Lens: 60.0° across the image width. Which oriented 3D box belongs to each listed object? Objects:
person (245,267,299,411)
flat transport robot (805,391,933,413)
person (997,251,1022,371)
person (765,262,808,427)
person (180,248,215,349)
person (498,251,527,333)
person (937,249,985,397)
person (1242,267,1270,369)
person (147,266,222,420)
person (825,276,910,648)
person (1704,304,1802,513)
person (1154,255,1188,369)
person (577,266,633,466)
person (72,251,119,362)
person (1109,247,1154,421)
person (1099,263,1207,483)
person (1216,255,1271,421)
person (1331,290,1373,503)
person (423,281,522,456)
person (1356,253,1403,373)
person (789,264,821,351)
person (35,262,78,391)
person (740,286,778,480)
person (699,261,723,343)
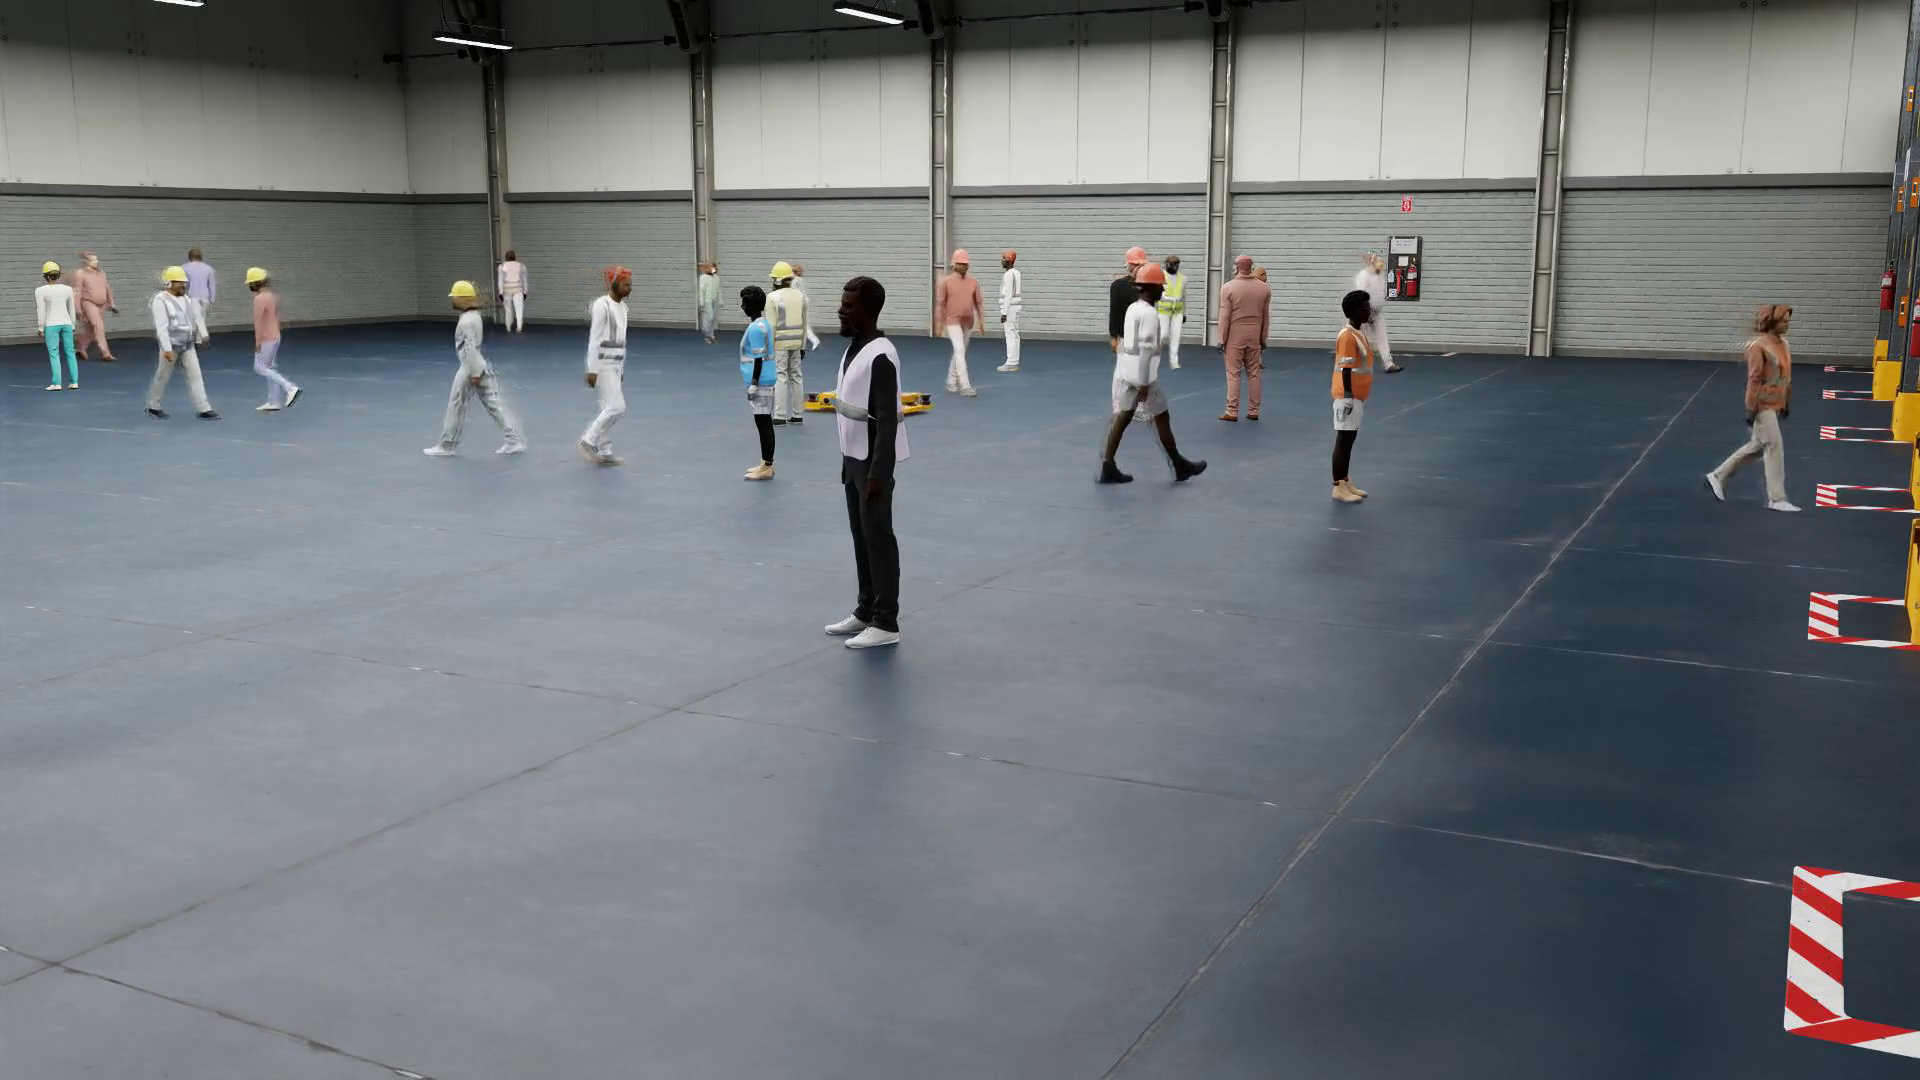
[{"bbox_3d":[-8.346,-2.421,20.124,0.495,1.742,0.543,-1,10,-5],"label":"person"},{"bbox_3d":[-1.102,-1.685,20.153,1.431,0.197,0.652,5,12,27],"label":"flat transport robot"},{"bbox_3d":[0.782,-3.604,26.215,0.355,1.883,0.574,3,11,18],"label":"person"},{"bbox_3d":[-1.961,-2.172,18.543,0.404,1.830,0.602,9,14,41],"label":"person"},{"bbox_3d":[-14.340,-4.550,31.346,0.944,1.911,0.642,9,14,41],"label":"person"},{"bbox_3d":[-9.796,-5.435,36.450,0.639,1.797,0.978,-5,11,-24],"label":"person"},{"bbox_3d":[0.000,-2.916,22.298,0.630,1.951,1.009,-5,12,-27],"label":"person"},{"bbox_3d":[4.733,-3.541,26.591,0.506,1.623,0.289,10,14,43],"label":"person"},{"bbox_3d":[-9.056,-2.263,19.194,0.942,1.782,0.602,3,11,16],"label":"person"},{"bbox_3d":[-0.476,-0.406,8.677,0.392,1.922,0.591,-4,11,-20],"label":"person"},{"bbox_3d":[6.263,-1.050,13.031,0.522,1.610,0.763,-9,14,-42],"label":"person"},{"bbox_3d":[3.345,-3.652,26.637,0.642,1.822,0.535,-3,11,-14],"label":"person"},{"bbox_3d":[-3.217,-1.588,15.305,0.466,1.852,0.596,2,11,9],"label":"person"},{"bbox_3d":[-14.744,-3.957,28.208,0.947,1.866,0.640,2,11,11],"label":"person"},{"bbox_3d":[1.985,-2.341,19.020,0.622,1.992,0.393,-6,12,-29],"label":"person"},{"bbox_3d":[1.641,-1.423,14.307,0.976,1.882,0.569,-3,11,-15],"label":"person"},{"bbox_3d":[3.237,-2.317,19.139,0.653,1.904,0.405,-4,11,-20],"label":"person"},{"bbox_3d":[3.150,-1.153,13.358,0.316,1.696,0.540,4,11,22],"label":"person"},{"bbox_3d":[-4.728,-1.658,16.130,0.914,1.698,0.489,0,10,0],"label":"person"},{"bbox_3d":[6.392,-3.514,25.815,0.644,1.852,1.011,-8,13,-37],"label":"person"},{"bbox_3d":[-2.953,-4.260,30.510,0.742,1.614,0.513,-1,10,-3],"label":"person"},{"bbox_3d":[-12.447,-2.939,22.911,0.315,1.768,0.526,6,12,32],"label":"person"},{"bbox_3d":[-1.761,-1.370,14.545,0.321,1.695,0.529,0,10,0],"label":"person"},{"bbox_3d":[-4.873,-4.684,32.797,0.425,1.618,0.522,8,13,37],"label":"person"}]
